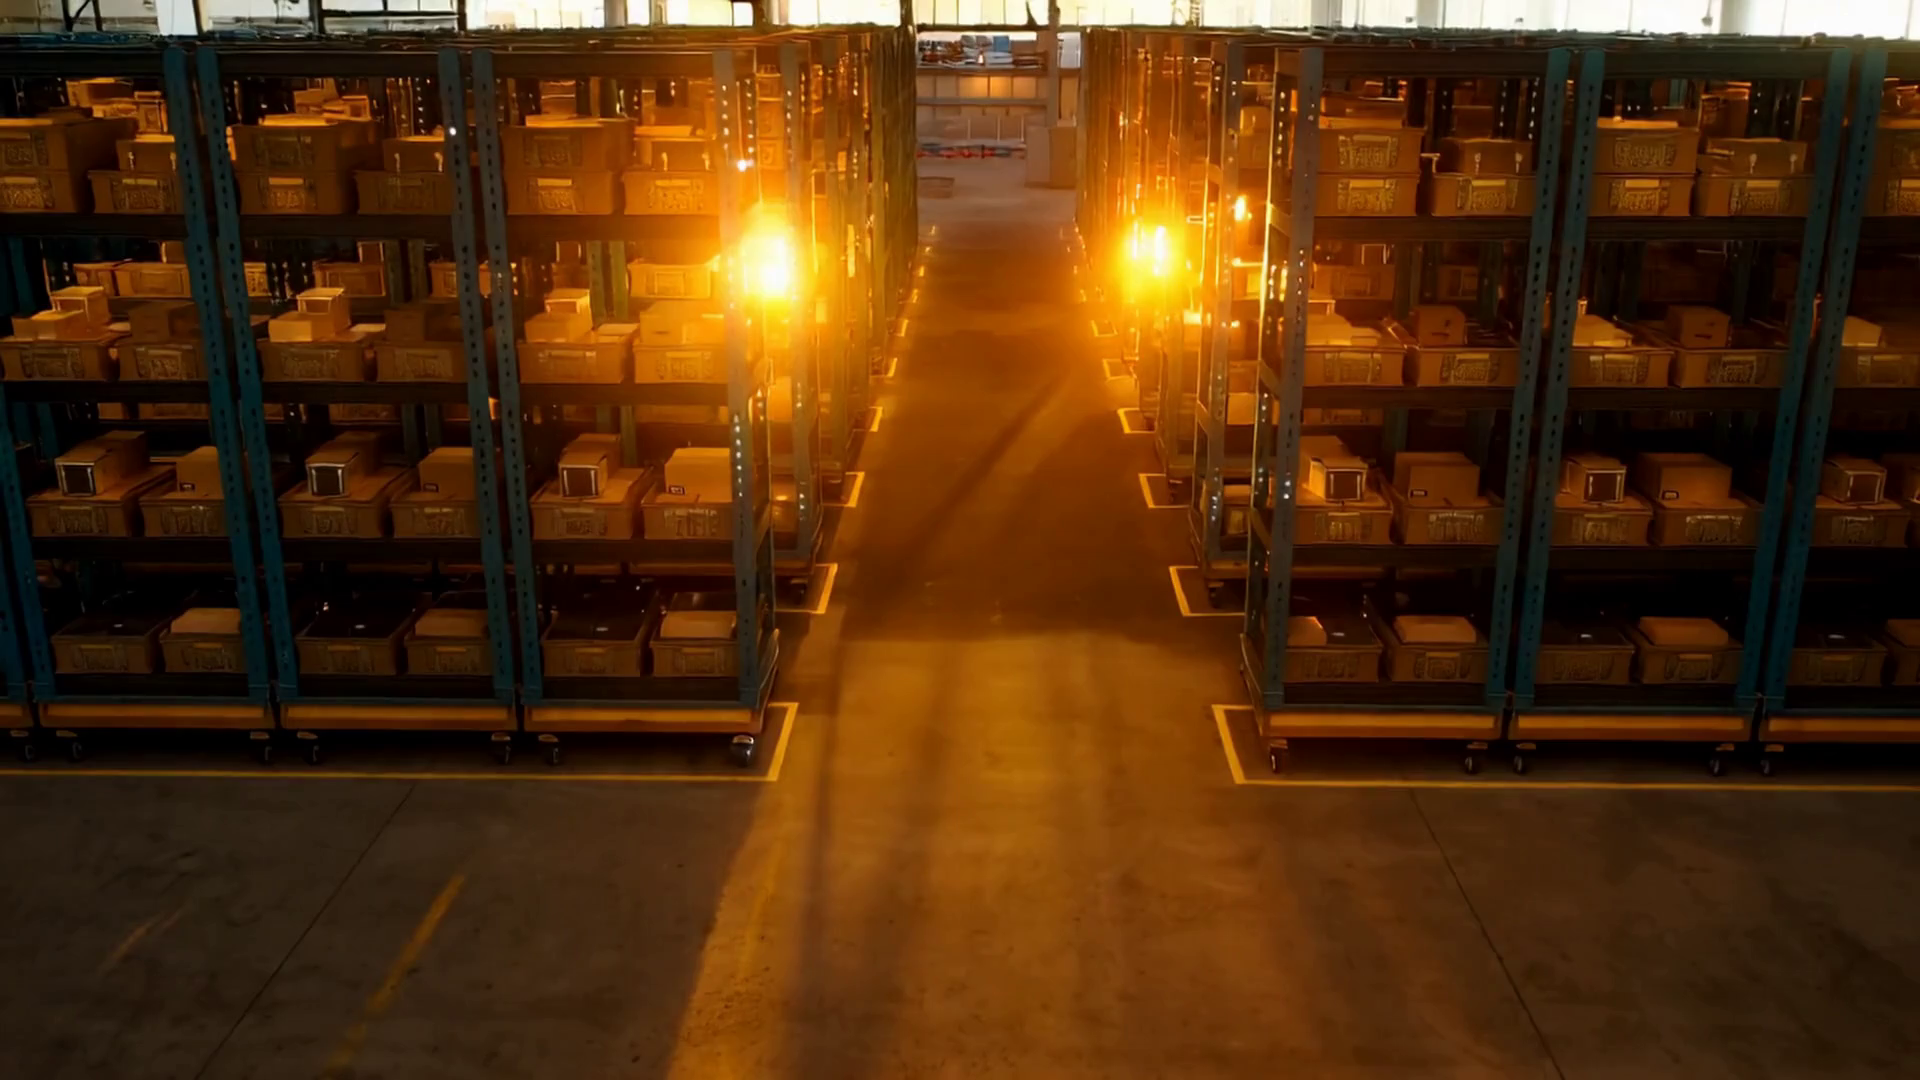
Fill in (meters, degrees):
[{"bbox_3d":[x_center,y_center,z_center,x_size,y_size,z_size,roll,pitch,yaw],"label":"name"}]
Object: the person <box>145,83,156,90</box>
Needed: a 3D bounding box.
[{"bbox_3d":[-24.157,-12.682,49.713,1.046,1.884,0.549,-2,18,-8],"label":"person"}]
